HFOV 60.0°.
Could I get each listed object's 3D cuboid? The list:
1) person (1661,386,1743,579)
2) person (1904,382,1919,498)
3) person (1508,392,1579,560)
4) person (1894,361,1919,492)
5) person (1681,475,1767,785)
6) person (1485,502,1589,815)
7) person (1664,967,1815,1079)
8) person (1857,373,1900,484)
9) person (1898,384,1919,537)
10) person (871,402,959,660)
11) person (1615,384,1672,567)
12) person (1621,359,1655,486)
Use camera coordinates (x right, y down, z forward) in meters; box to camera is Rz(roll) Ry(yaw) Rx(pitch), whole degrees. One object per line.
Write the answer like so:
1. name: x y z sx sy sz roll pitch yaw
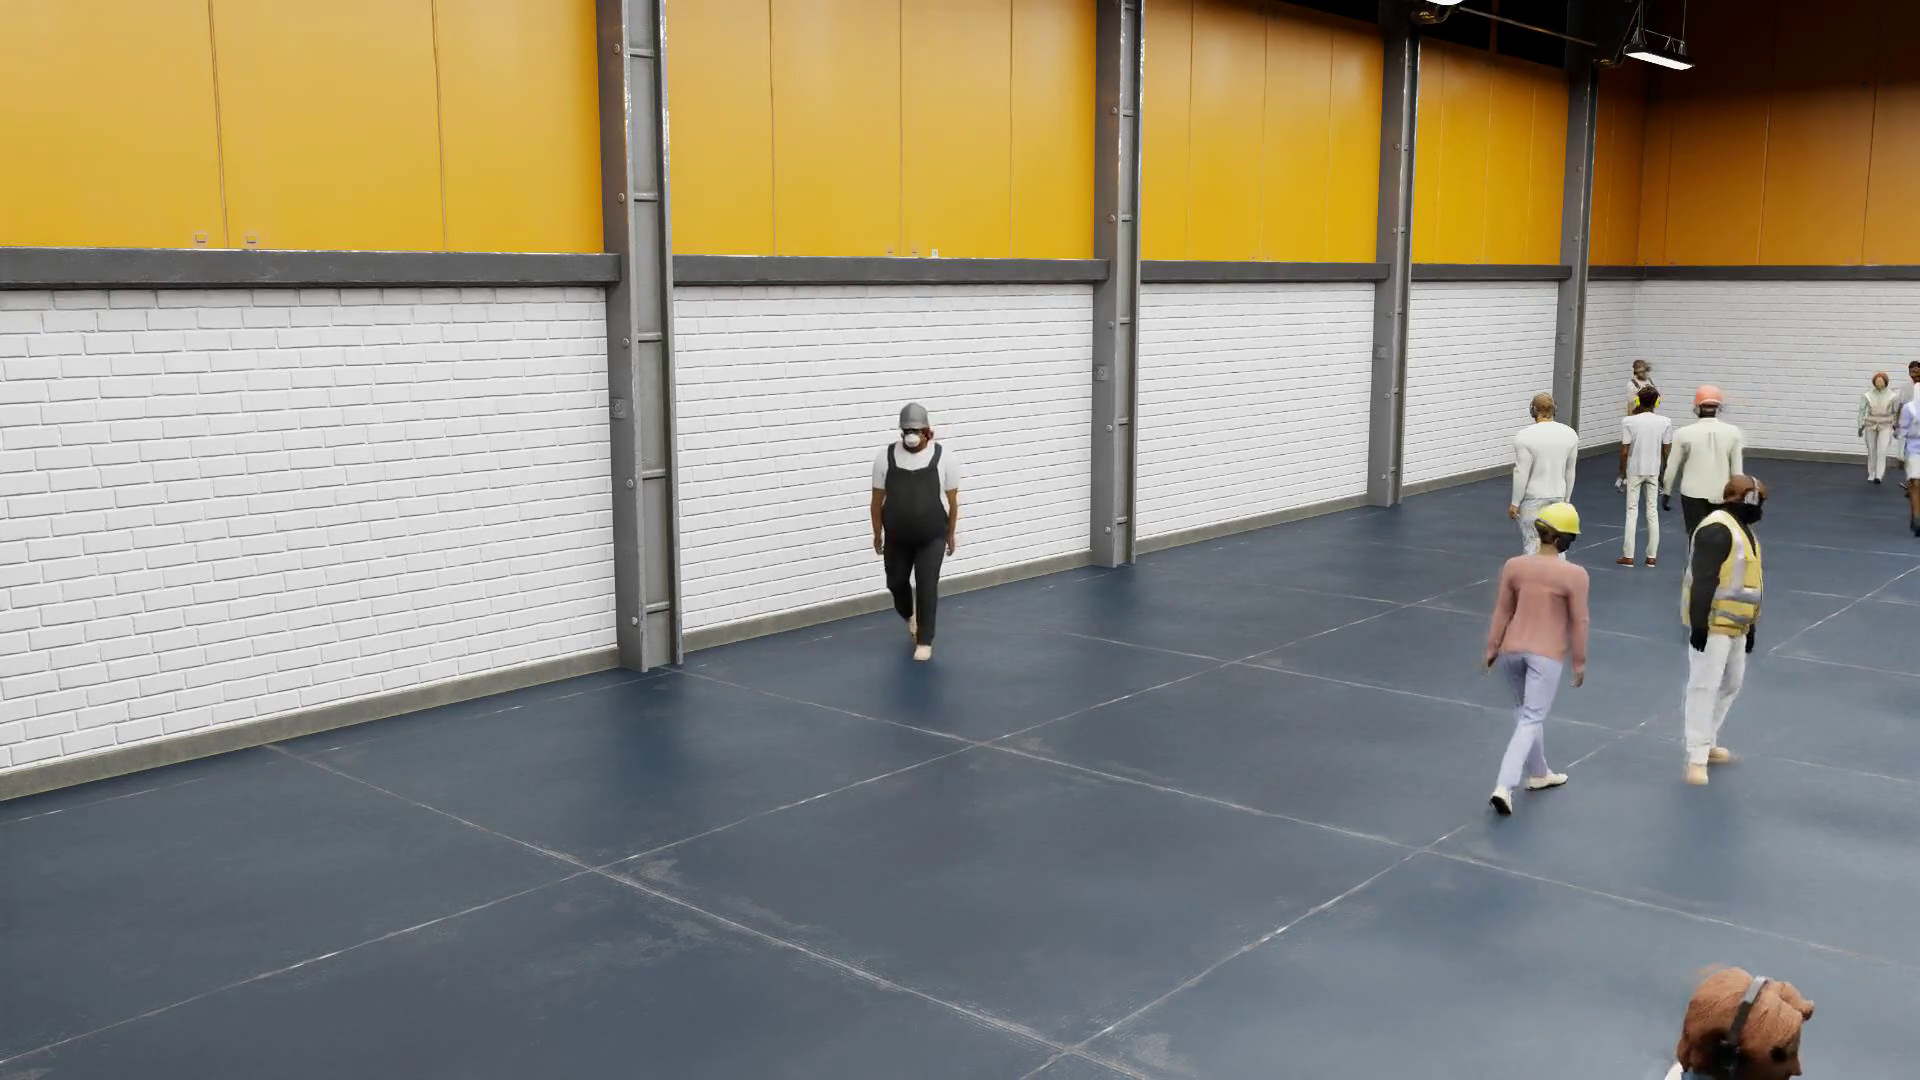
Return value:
1. person: 6.832 -0.446 15.416 0.652 1.950 0.964 1 9 4
2. person: 12.875 -1.499 22.119 0.552 1.927 0.371 -1 9 -6
3. person: 5.217 -0.356 14.933 0.627 1.933 0.371 -3 9 -16
4. person: 13.214 -1.562 22.917 0.594 1.798 0.974 8 12 43
5. person: 4.504 0.523 9.849 0.432 1.808 0.699 9 12 43
6. person: 3.191 0.648 9.312 0.901 1.714 0.565 -7 11 -37
7. person: 1.425 1.623 3.531 0.672 1.601 0.516 6 11 33
8. person: 13.138 -1.592 23.804 0.522 1.576 0.929 6 11 34
9. person: 11.055 -0.976 19.001 0.554 1.874 1.020 2 9 14
10. person: -0.349 -0.118 13.099 0.683 2.000 0.773 1 9 7
11. person: 6.973 -0.654 16.999 0.532 1.871 0.321 1 9 4
12. person: 9.657 -1.654 23.530 0.679 1.804 0.343 -5 10 -29
